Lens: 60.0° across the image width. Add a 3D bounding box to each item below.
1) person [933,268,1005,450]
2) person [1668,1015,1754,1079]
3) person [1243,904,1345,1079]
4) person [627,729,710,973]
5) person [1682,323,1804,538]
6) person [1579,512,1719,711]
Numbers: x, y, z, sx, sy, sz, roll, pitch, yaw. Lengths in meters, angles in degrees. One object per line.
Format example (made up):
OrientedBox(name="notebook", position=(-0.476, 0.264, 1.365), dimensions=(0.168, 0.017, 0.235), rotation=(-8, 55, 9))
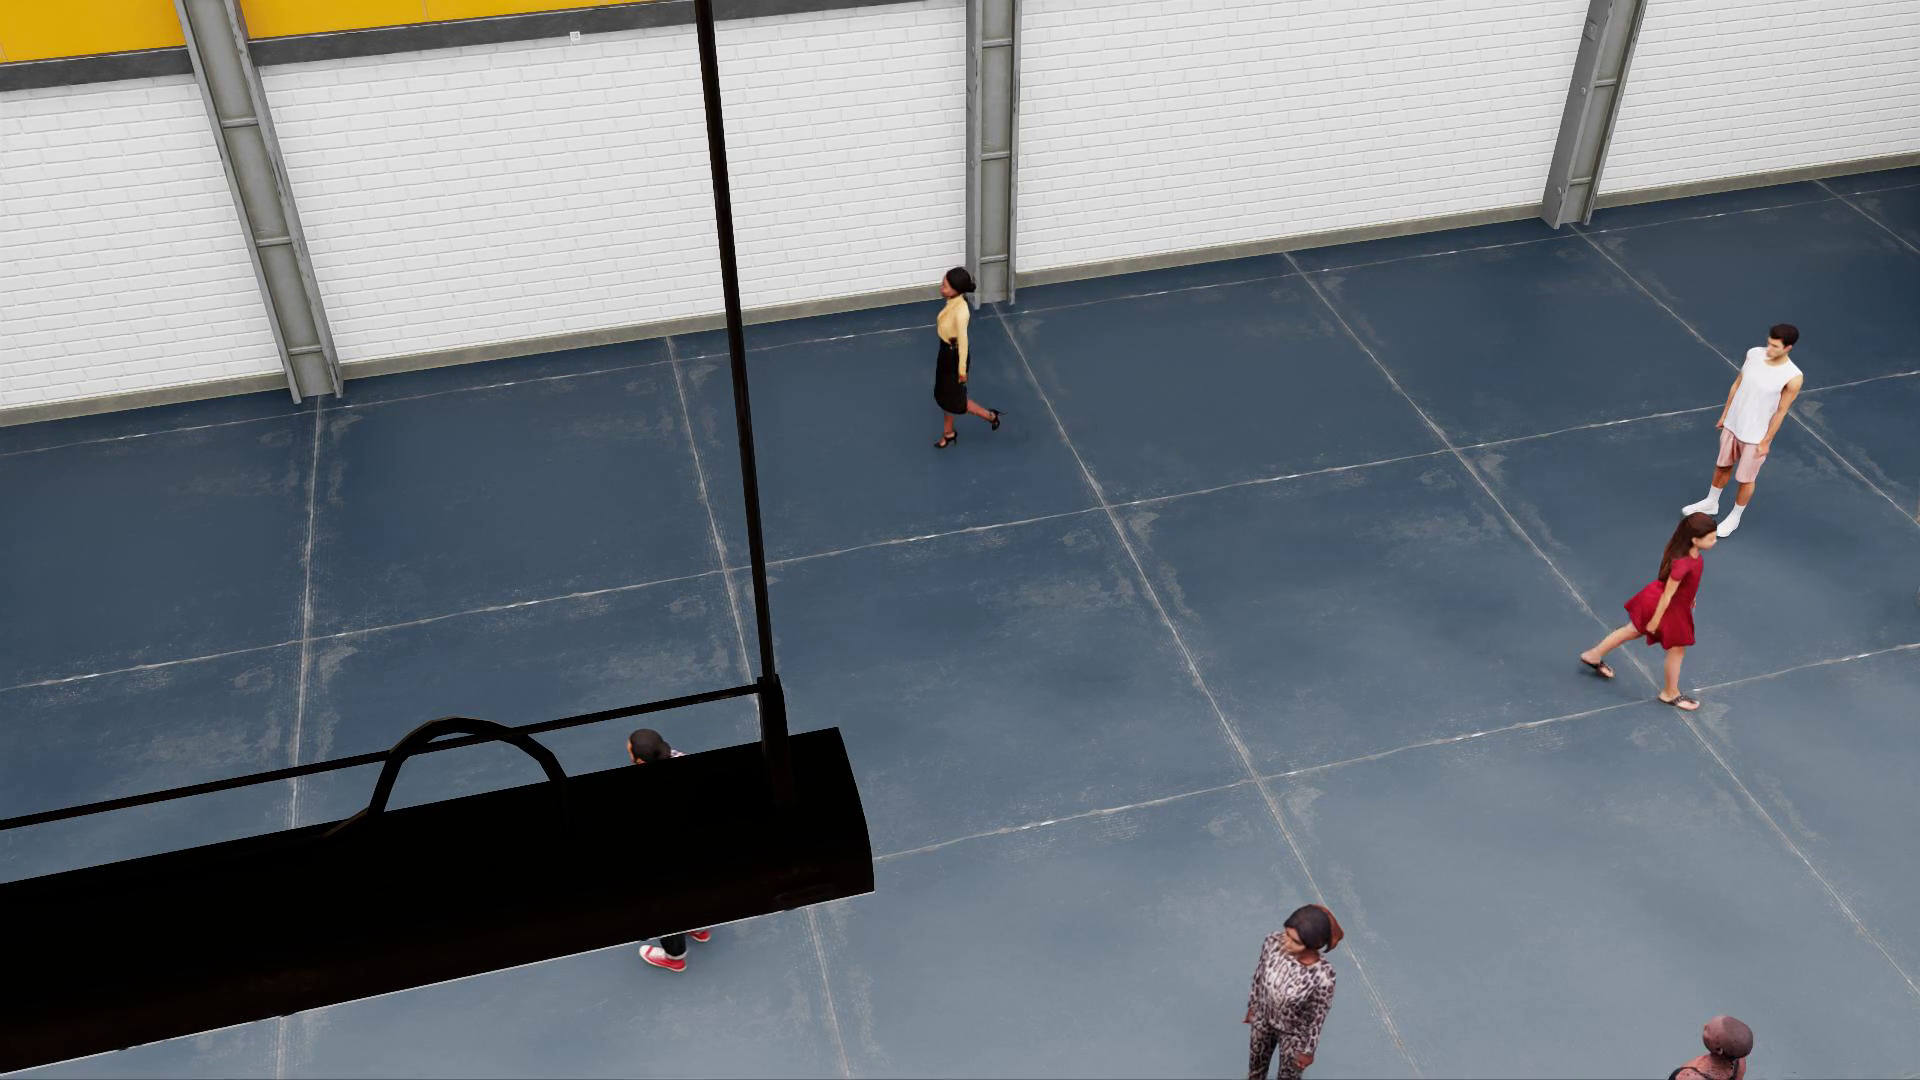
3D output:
OrientedBox(name="person", position=(0.023, -1.408, 13.139), dimensions=(0.811, 1.638, 0.602), rotation=(-6, 39, -8))
OrientedBox(name="person", position=(3.404, 2.846, 7.731), dimensions=(0.975, 1.740, 0.794), rotation=(-18, 42, -21))
OrientedBox(name="person", position=(1.628, 2.417, 8.301), dimensions=(0.679, 1.699, 0.658), rotation=(-26, 45, -29))
OrientedBox(name="person", position=(-1.632, 1.697, 9.155), dimensions=(0.799, 1.759, 0.778), rotation=(13, 40, 15))
OrientedBox(name="person", position=(5.861, -0.838, 12.308), dimensions=(0.624, 1.784, 0.672), rotation=(-16, 41, -19))
OrientedBox(name="person", position=(4.572, 0.406, 10.961), dimensions=(1.072, 1.522, 0.941), rotation=(16, 41, 19))
